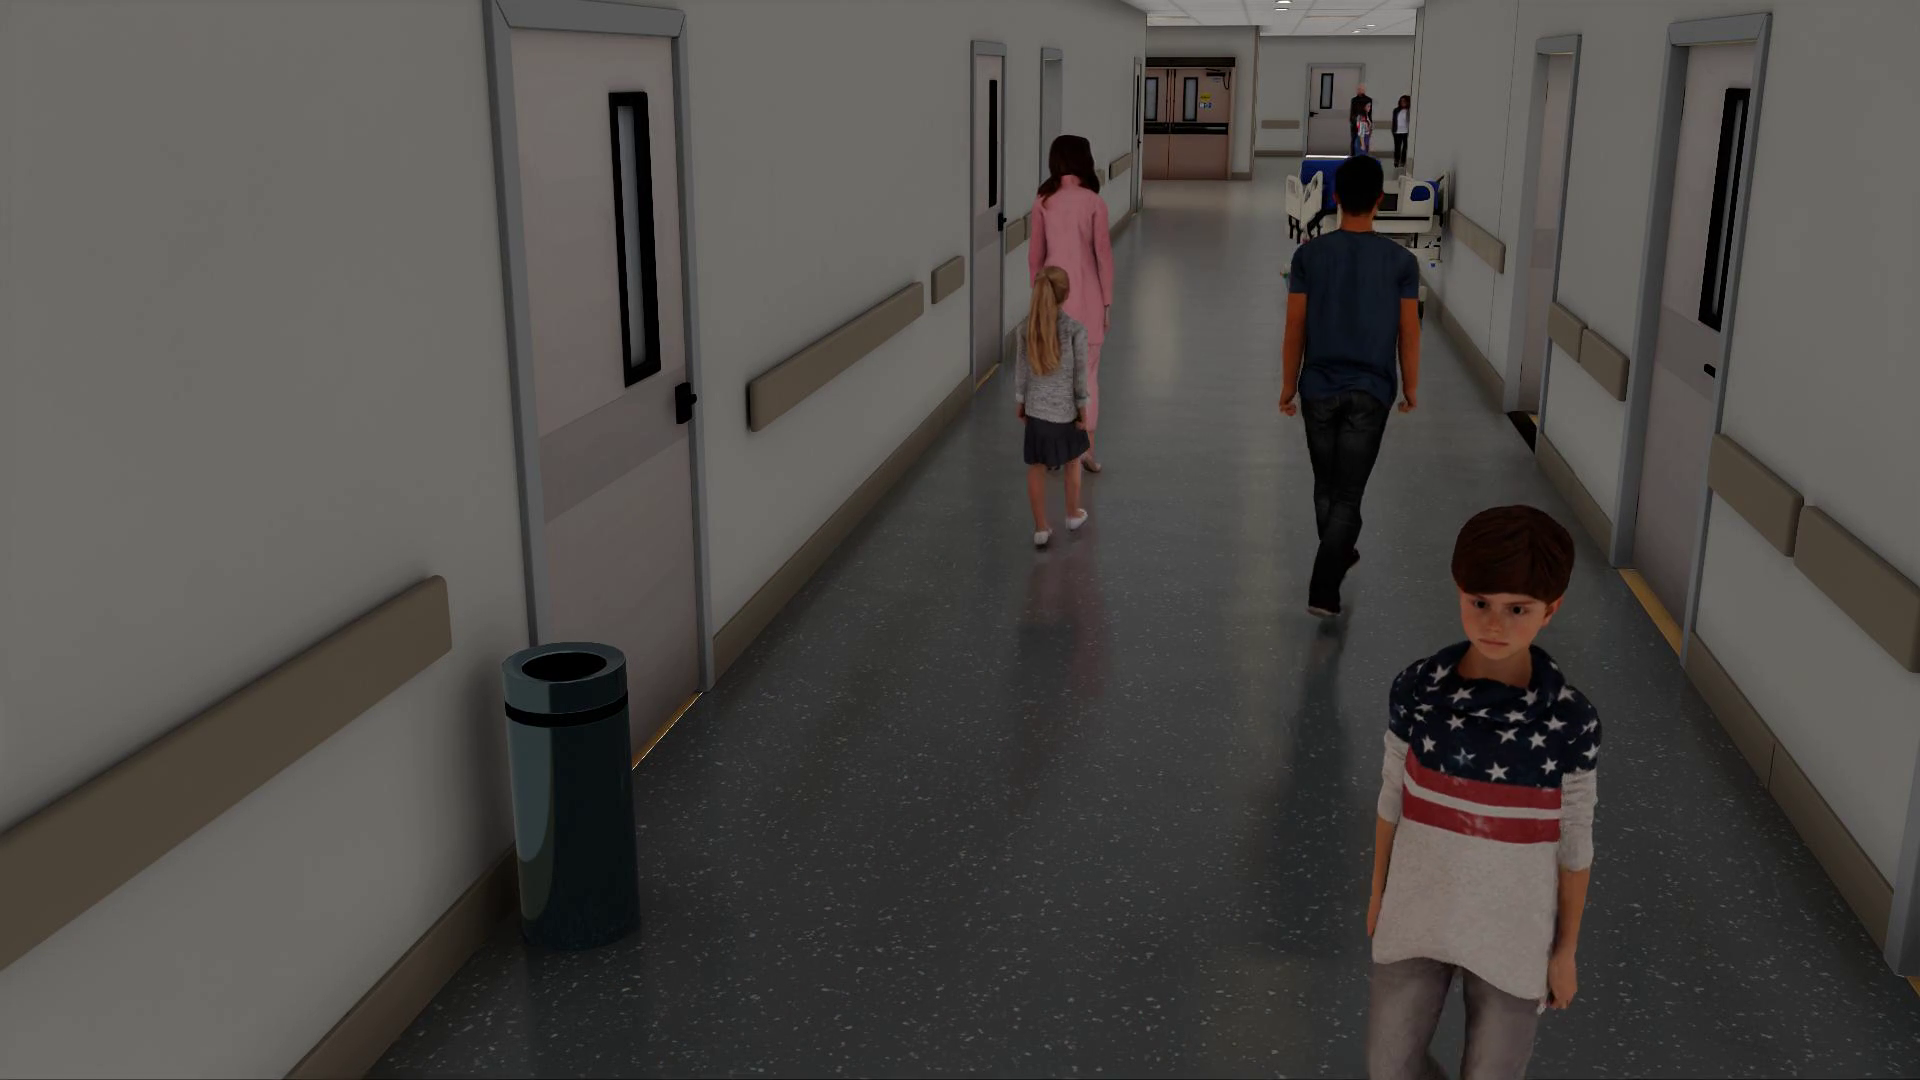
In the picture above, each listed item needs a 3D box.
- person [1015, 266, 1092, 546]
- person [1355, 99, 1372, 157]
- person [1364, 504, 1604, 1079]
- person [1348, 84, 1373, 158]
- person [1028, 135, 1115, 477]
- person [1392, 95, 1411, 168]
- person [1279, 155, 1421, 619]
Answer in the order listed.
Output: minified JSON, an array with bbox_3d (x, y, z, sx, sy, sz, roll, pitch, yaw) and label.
[{"bbox_3d":[0.407,-0.595,7.574,0.662,1.260,0.635,5,16,16],"label":"person"},{"bbox_3d":[7.540,-7.447,31.240,0.588,1.613,0.635,7,17,24],"label":"person"},{"bbox_3d":[0.924,0.618,2.967,0.652,1.431,0.687,8,18,27],"label":"person"},{"bbox_3d":[9.274,-9.585,38.478,1.173,1.800,0.908,6,17,21],"label":"person"},{"bbox_3d":[0.584,-1.243,8.889,0.495,1.800,0.691,5,16,17],"label":"person"},{"bbox_3d":[10.023,-9.200,37.552,1.023,1.561,0.838,6,17,19],"label":"person"},{"bbox_3d":[1.496,-0.542,6.472,1.181,1.763,0.925,7,17,22],"label":"person"}]
